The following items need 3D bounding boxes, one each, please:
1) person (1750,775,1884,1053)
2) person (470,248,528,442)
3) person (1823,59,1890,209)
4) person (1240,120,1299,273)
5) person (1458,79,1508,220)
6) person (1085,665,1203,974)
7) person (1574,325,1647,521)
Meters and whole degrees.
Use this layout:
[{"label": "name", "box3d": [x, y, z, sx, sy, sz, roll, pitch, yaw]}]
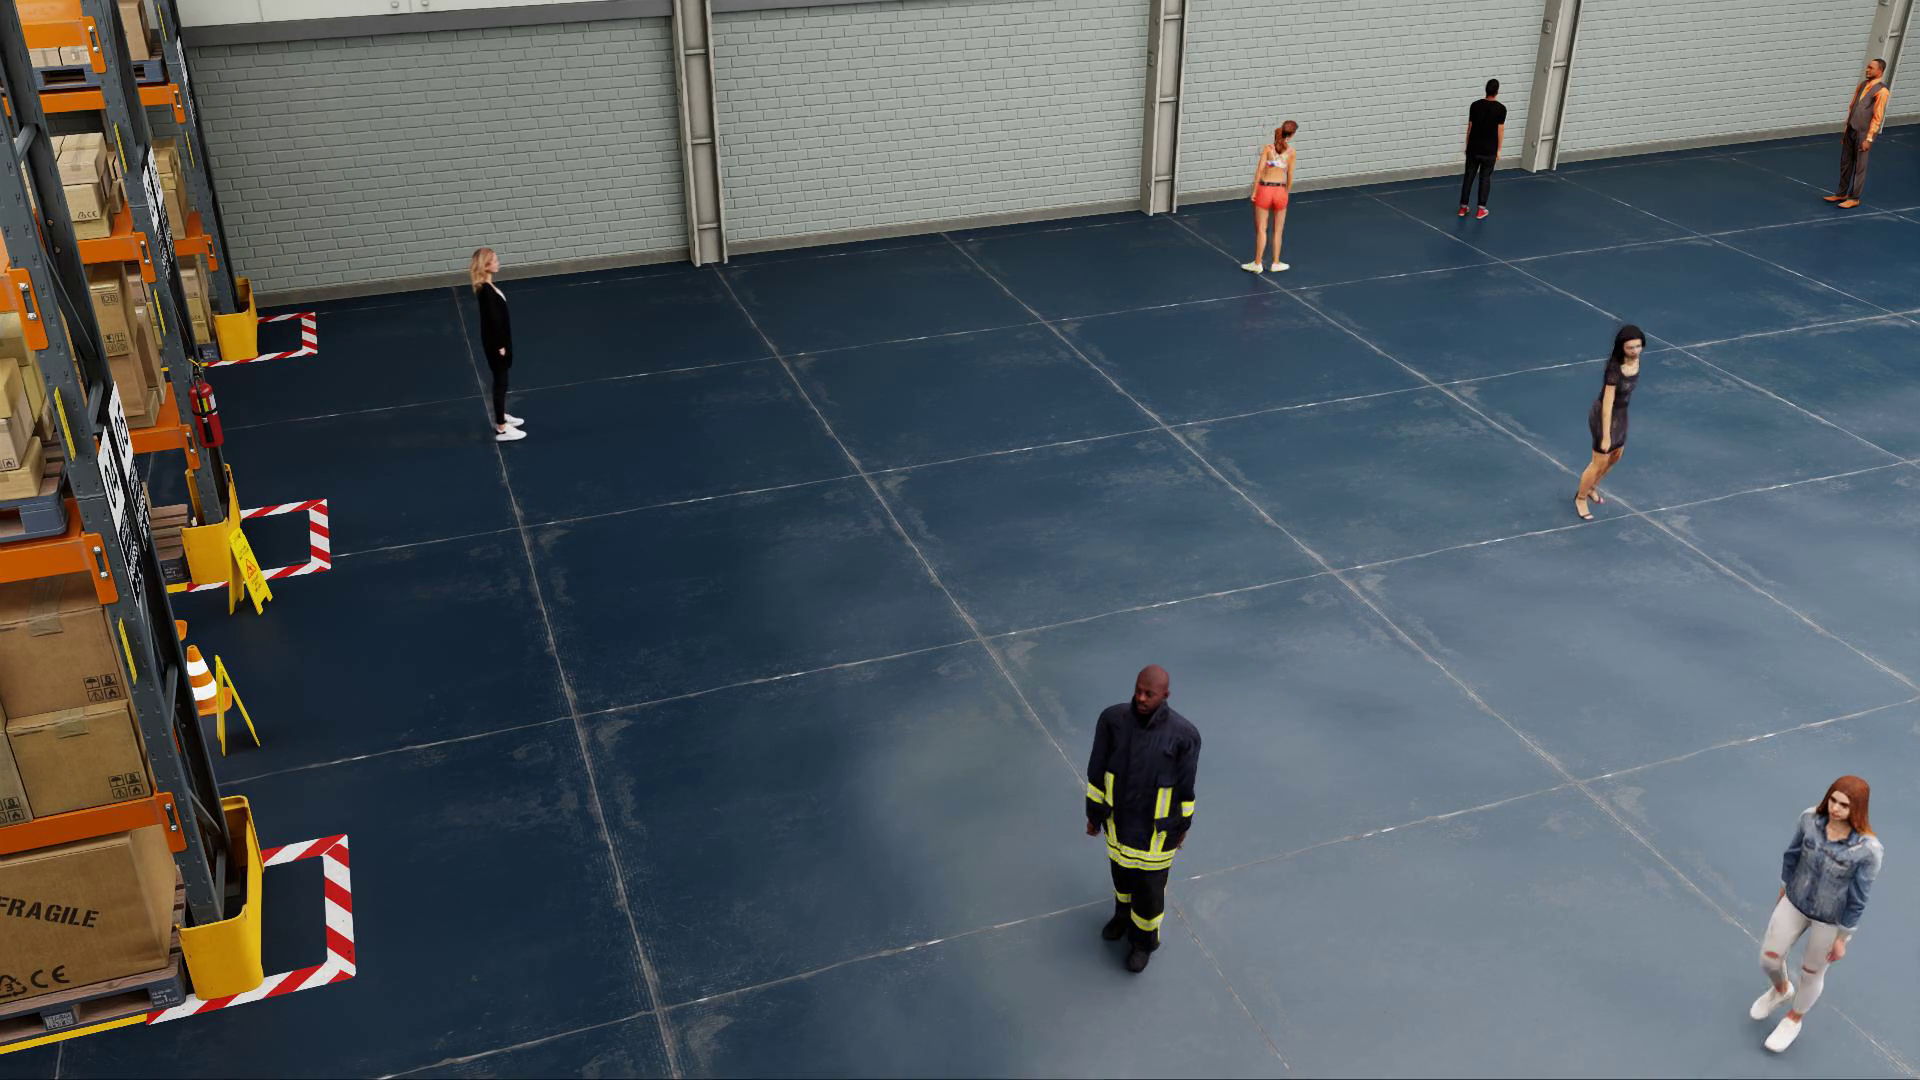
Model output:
[{"label": "person", "box3d": [4.401, 1.866, 8.455, 0.719, 1.692, 0.699, -20, 34, -32]}, {"label": "person", "box3d": [-4.261, -1.797, 15.217, 0.511, 1.801, 0.606, -9, 29, -17]}, {"label": "person", "box3d": [11.768, -5.313, 21.706, 0.655, 1.908, 0.728, -5, 28, -10]}, {"label": "person", "box3d": [3.586, -3.988, 19.379, 0.614, 1.758, 0.851, -8, 29, -15]}, {"label": "person", "box3d": [6.691, -5.018, 21.314, 0.702, 1.757, 0.746, 15, 31, 26]}, {"label": "person", "box3d": [1.012, 1.433, 9.130, 0.938, 1.822, 0.995, 14, 31, 24]}, {"label": "person", "box3d": [5.311, -0.961, 13.698, 0.882, 1.753, 0.730, 17, 32, 28]}]
